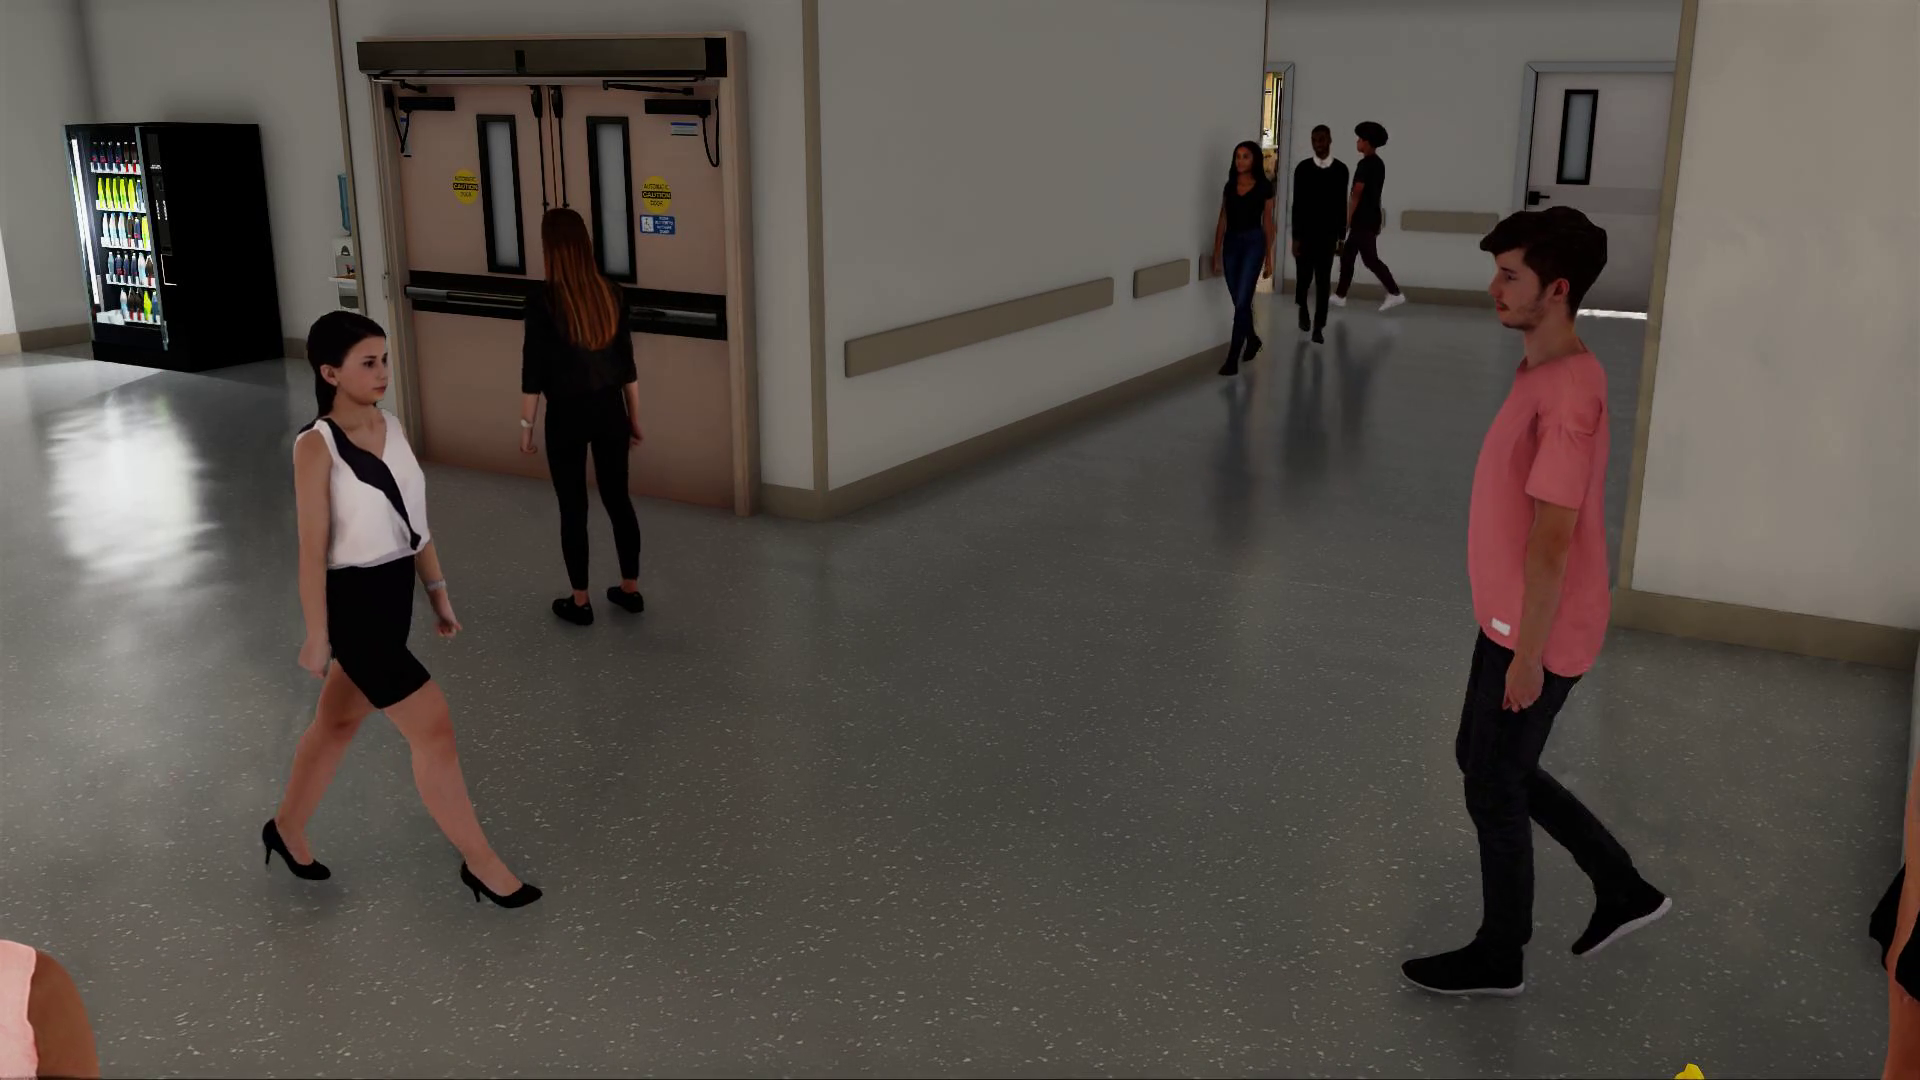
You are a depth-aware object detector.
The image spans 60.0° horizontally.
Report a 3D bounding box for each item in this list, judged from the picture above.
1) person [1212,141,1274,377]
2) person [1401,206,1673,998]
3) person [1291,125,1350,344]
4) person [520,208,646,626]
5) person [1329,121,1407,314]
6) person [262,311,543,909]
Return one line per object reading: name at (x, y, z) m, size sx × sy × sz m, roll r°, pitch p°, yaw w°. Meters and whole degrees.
person at (2.169, -2.115, 12.573) m, size 1.116 × 1.698 × 0.663 m, roll 9°, pitch 18°, yaw 28°
person at (1.426, 0.223, 3.836) m, size 0.943 × 1.938 × 0.809 m, roll 4°, pitch 16°, yaw 15°
person at (2.990, -2.571, 14.071) m, size 1.262 × 1.762 × 1.040 m, roll 2°, pitch 16°, yaw 6°
person at (-1.501, -0.477, 6.744) m, size 0.738 × 1.707 × 0.729 m, roll -11°, pitch 19°, yaw -33°
person at (3.885, -3.015, 15.653) m, size 1.115 × 1.758 × 0.672 m, roll 7°, pitch 17°, yaw 25°
person at (-1.635, 0.233, 4.421) m, size 1.134 × 1.602 × 0.792 m, roll 4°, pitch 16°, yaw 13°
